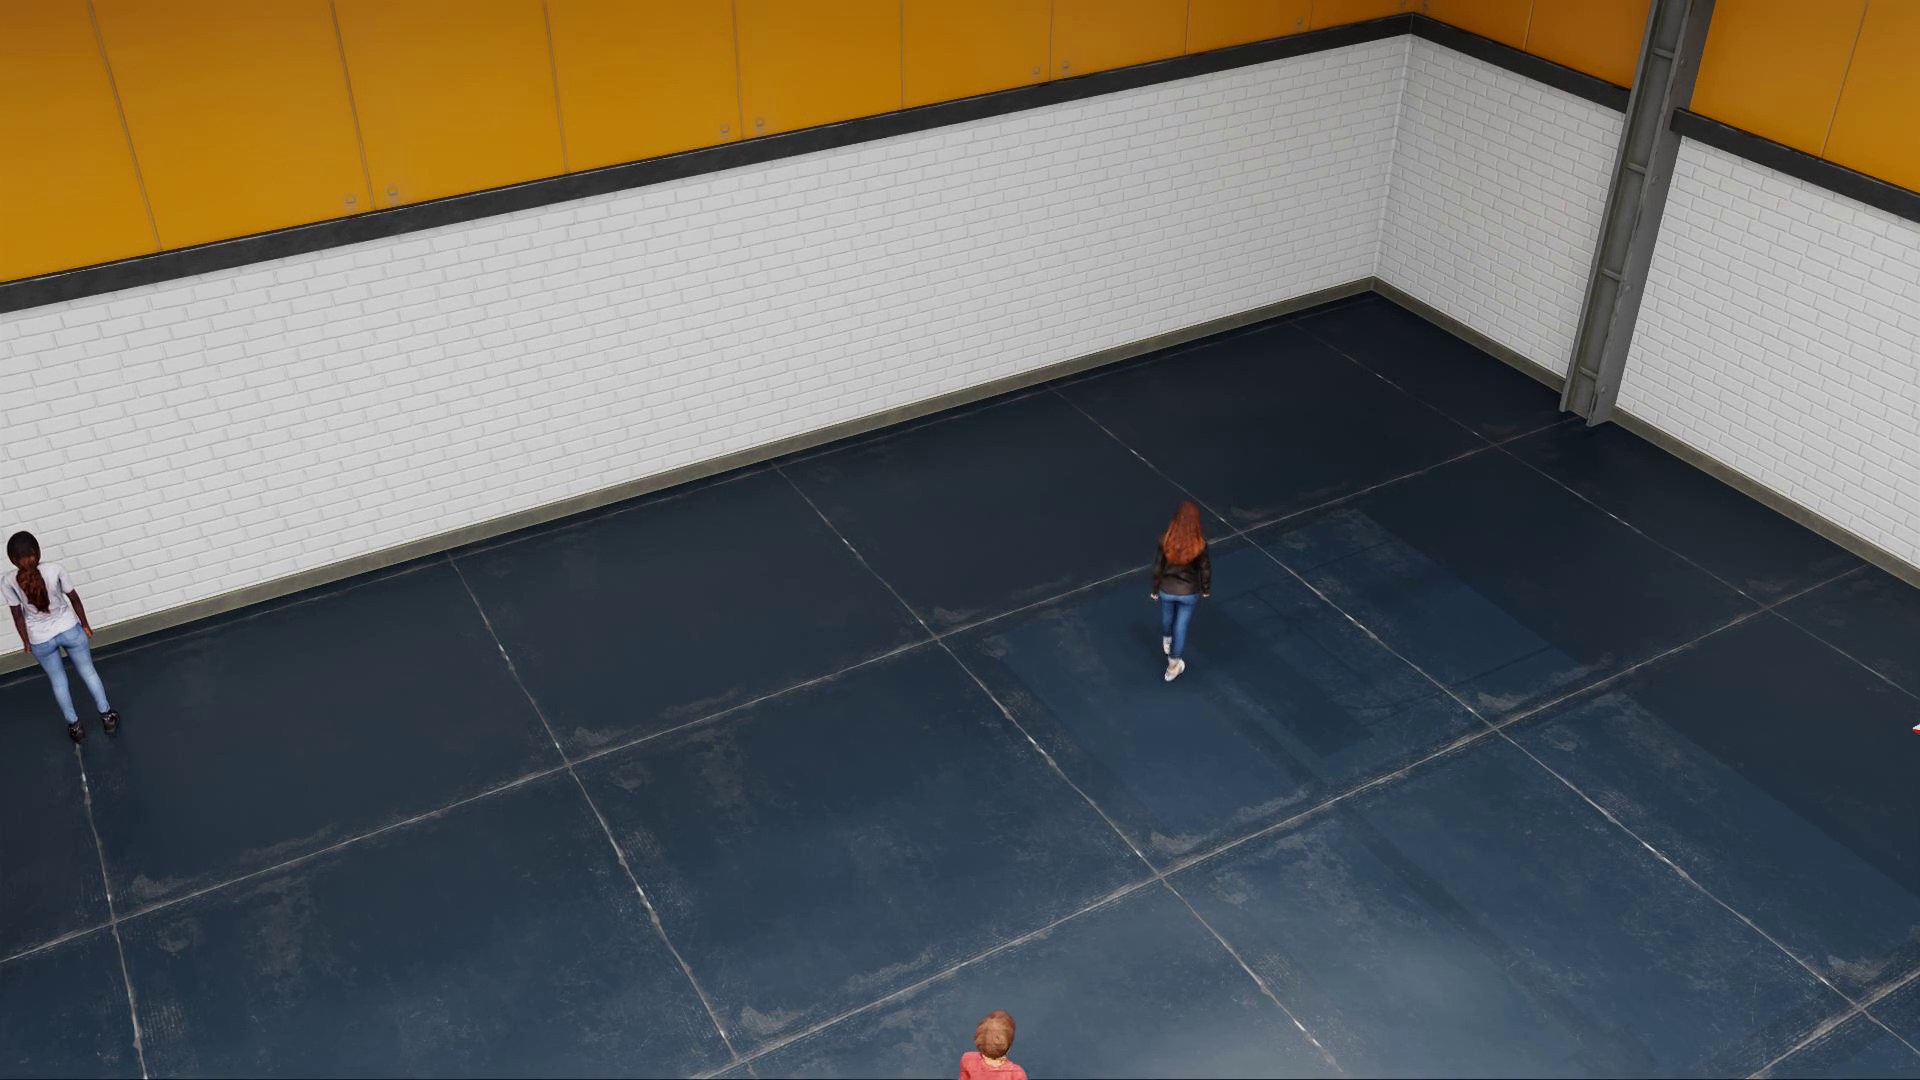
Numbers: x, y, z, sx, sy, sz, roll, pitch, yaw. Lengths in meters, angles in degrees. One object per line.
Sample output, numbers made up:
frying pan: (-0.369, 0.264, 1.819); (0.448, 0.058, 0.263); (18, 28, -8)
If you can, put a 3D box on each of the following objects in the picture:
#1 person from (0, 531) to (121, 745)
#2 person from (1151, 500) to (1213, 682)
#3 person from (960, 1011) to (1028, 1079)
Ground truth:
person: (-6.339, 0.672, 11.663); (0.587, 1.719, 0.506); (-19, 38, -26)
person: (1.604, 0.402, 12.302); (0.832, 1.460, 0.879); (11, 35, 16)
person: (0.143, 2.997, 8.461); (0.951, 1.391, 0.948); (13, 36, 19)
